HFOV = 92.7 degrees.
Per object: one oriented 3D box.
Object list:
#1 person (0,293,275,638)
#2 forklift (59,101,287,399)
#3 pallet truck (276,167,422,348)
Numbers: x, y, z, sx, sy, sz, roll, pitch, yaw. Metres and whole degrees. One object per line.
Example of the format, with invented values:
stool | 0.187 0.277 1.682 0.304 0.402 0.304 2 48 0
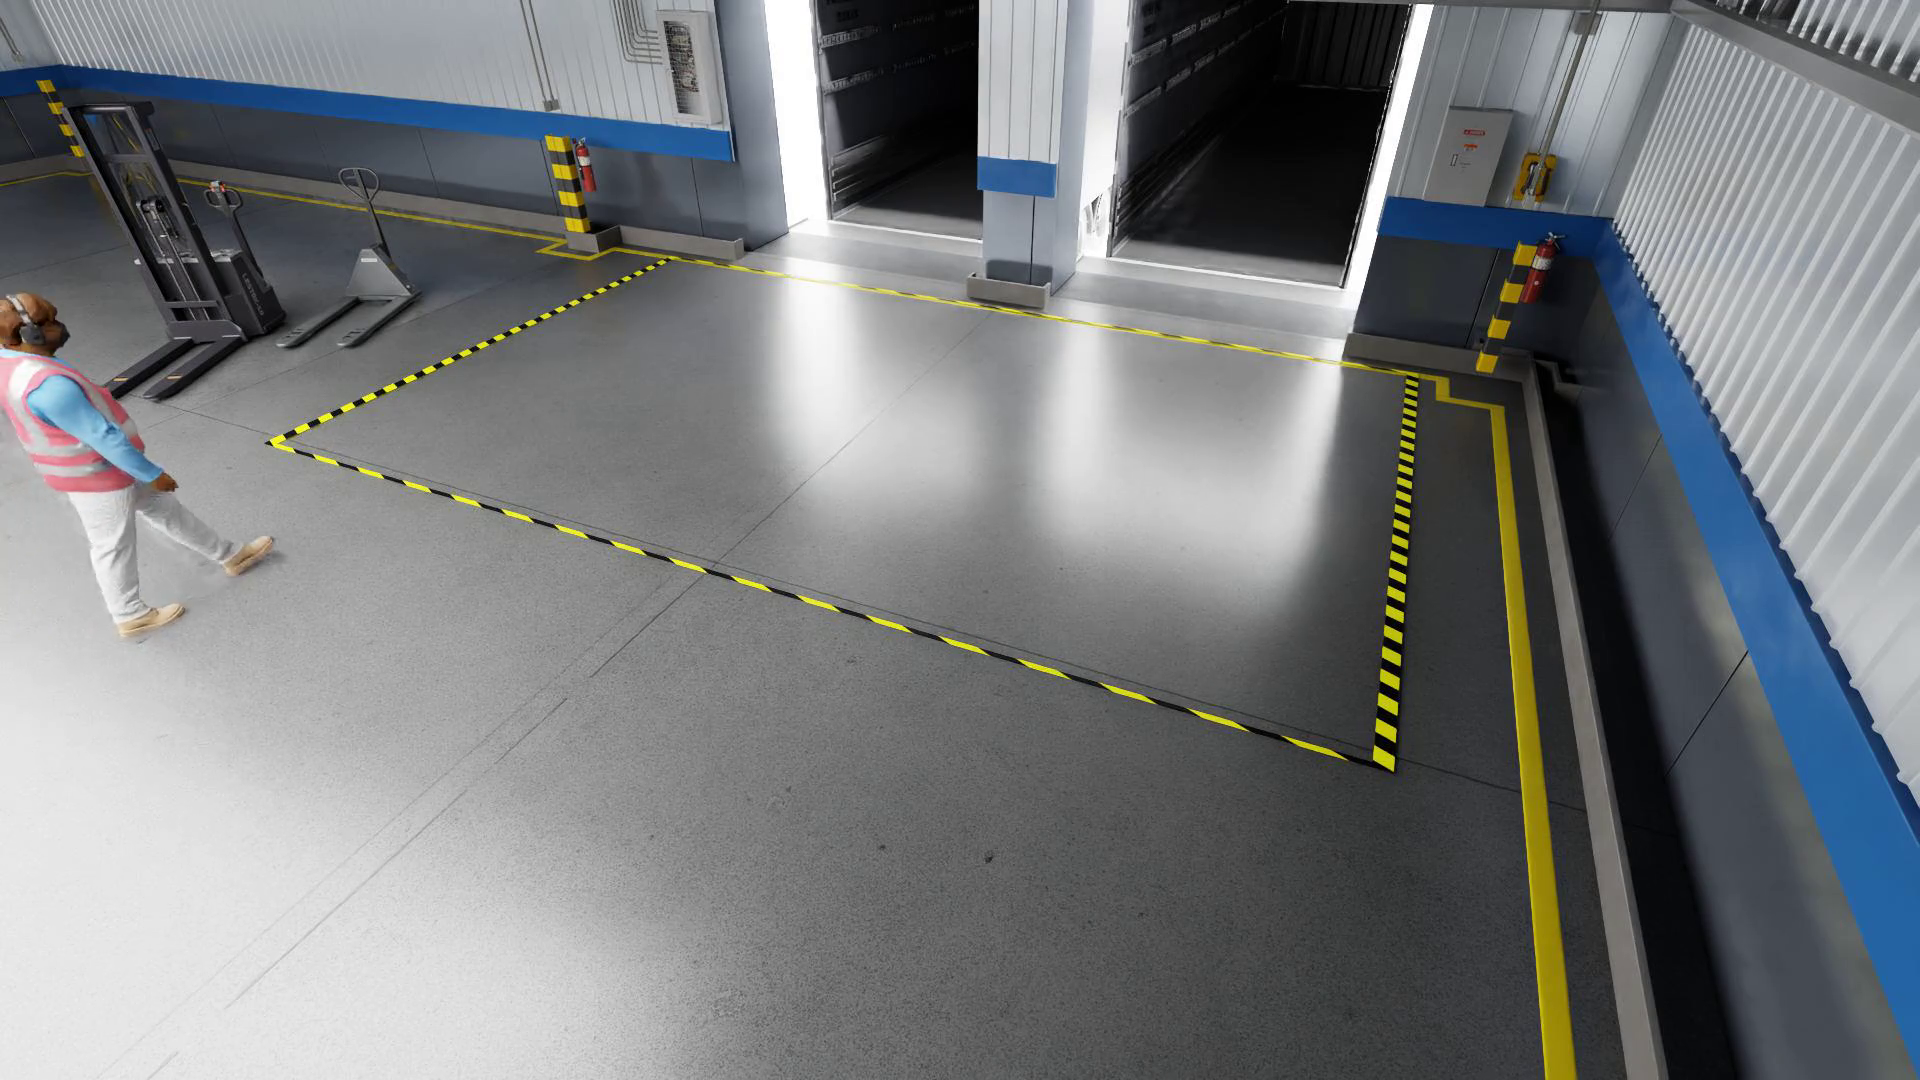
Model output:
person | -4.320 -0.400 4.765 0.631 1.805 0.850 27 43 33
forklift | -6.686 -2.387 7.434 0.823 1.965 1.885 -3 35 -5
pallet truck | -5.732 -2.611 8.414 0.680 1.201 1.601 -1 35 -1
